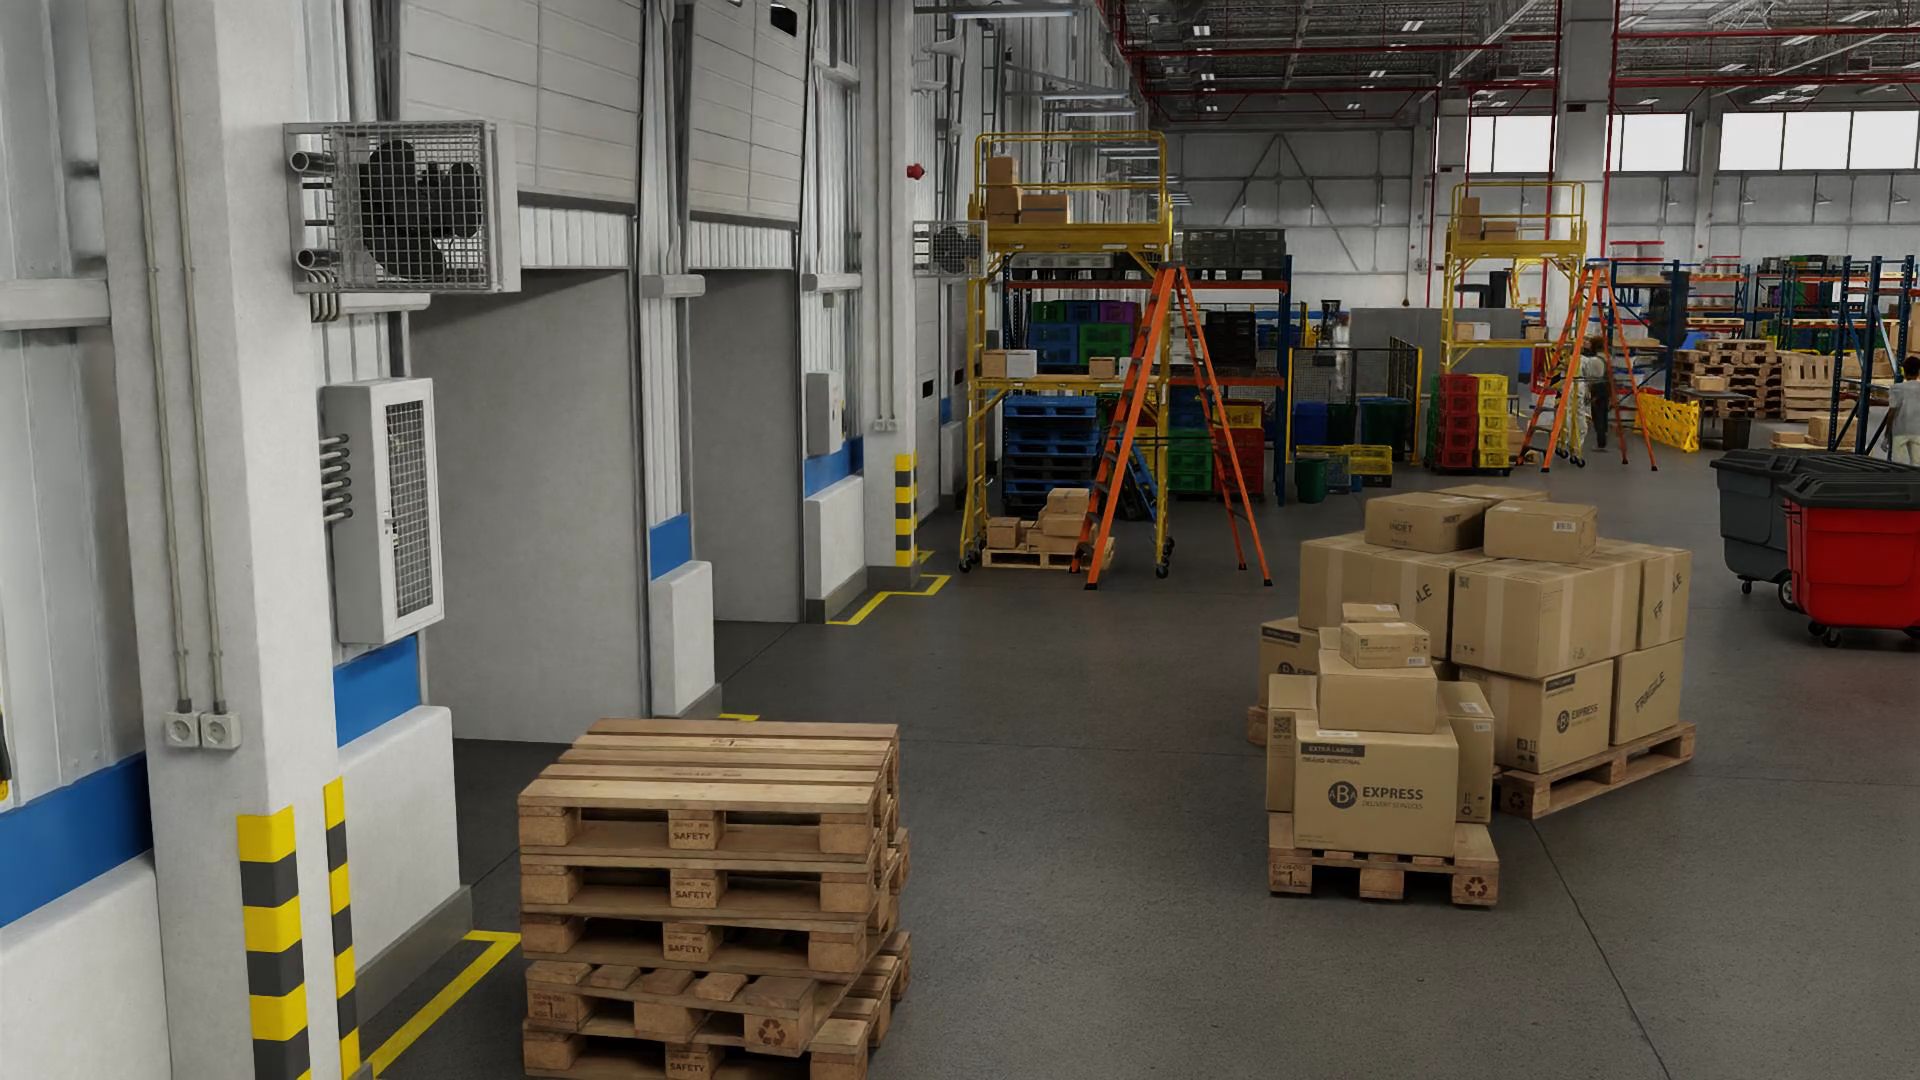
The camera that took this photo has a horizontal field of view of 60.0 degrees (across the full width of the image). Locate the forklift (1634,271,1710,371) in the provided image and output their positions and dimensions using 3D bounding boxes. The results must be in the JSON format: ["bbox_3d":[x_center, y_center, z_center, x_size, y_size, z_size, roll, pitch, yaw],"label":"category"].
[{"bbox_3d":[20.176,-6.213,47.082,1.873,2.768,1.129,-3,10,-17],"label":"forklift"}]

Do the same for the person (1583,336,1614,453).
[{"bbox_3d":[9.979,-2.277,26.062,0.542,1.819,0.541,-6,11,-31],"label":"person"}]

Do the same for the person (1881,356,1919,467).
[{"bbox_3d":[10.948,-1.190,19.232,0.526,1.864,0.315,2,9,10],"label":"person"}]

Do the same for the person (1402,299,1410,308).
[{"bbox_3d":[14.303,-6.779,53.472,0.633,1.938,0.356,2,9,10],"label":"person"}]

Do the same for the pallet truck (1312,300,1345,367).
[{"bbox_3d":[11.159,-6.200,49.718,0.823,1.965,1.885,4,10,26],"label":"pallet truck"}]

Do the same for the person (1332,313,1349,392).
[{"bbox_3d":[9.036,-4.414,39.103,0.578,1.866,0.697,4,10,24],"label":"person"}]

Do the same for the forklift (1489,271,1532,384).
[{"bbox_3d":[13.422,-5.322,41.591,1.873,2.768,1.129,1,9,9],"label":"forklift"}]

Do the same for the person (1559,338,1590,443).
[{"bbox_3d":[10.155,-2.466,27.479,0.490,1.740,0.321,2,9,10],"label":"person"}]
